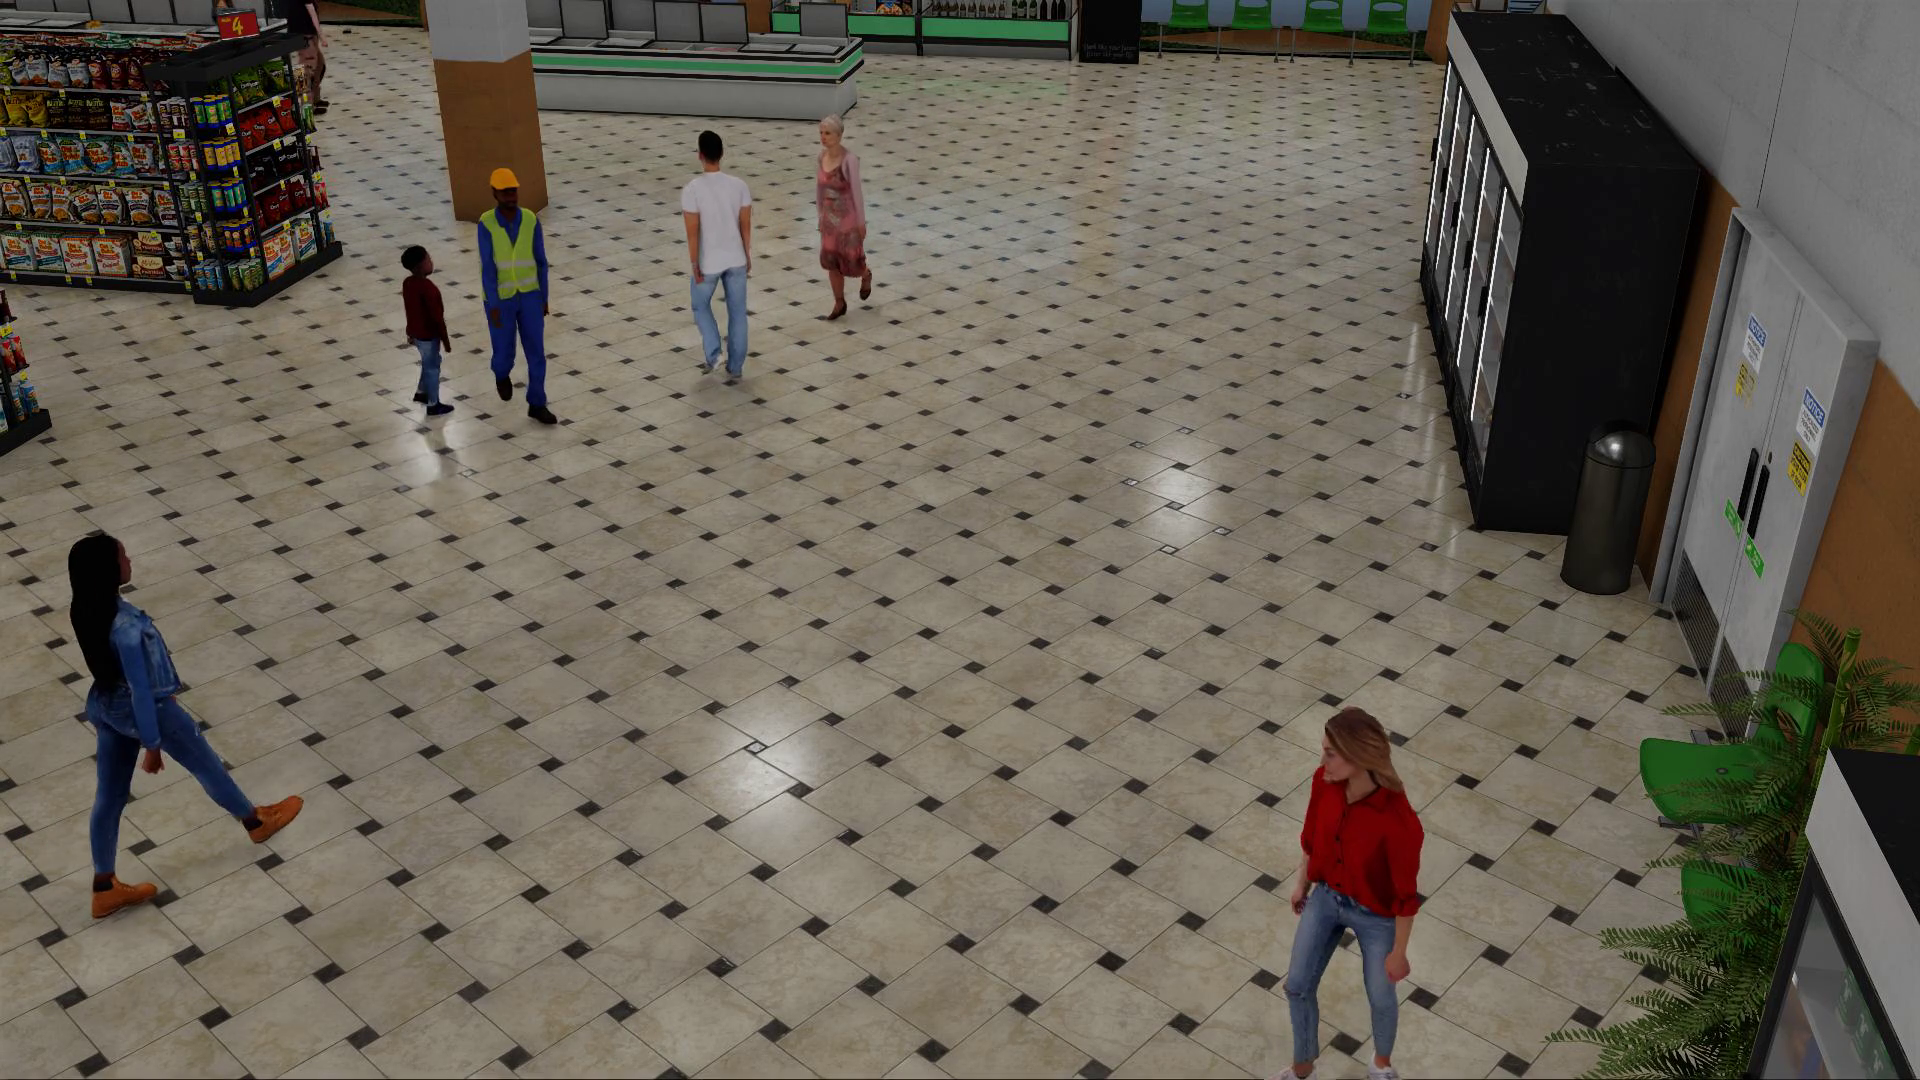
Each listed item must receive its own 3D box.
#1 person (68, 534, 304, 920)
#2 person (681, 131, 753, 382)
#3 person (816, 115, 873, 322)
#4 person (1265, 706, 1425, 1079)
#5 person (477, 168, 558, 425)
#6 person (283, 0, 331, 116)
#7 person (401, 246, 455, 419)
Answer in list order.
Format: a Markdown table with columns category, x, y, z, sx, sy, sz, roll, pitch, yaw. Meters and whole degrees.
| category | x | y | z | sx | sy | sz | roll | pitch | yaw |
| --- | --- | --- | --- | --- | --- | --- | --- | --- | --- |
| person | -3.463 | 0.798 | 6.817 | 1.179 | 1.669 | 1.014 | 18 | 32 | 32 |
| person | -1.731 | -2.034 | 12.201 | 0.790 | 1.852 | 0.876 | -10 | 29 | -19 |
| person | -0.928 | -2.634 | 13.582 | 0.837 | 1.673 | 0.828 | 18 | 32 | 32 |
| person | 1.416 | 1.299 | 5.826 | 0.861 | 1.672 | 0.929 | 20 | 33 | 34 |
| person | -3.151 | -1.710 | 11.627 | 1.004 | 1.793 | 1.049 | -16 | 31 | -29 |
| person | -8.090 | -6.117 | 20.290 | 0.942 | 1.817 | 0.866 | -19 | 33 | -33 |
| person | -3.819 | -1.444 | 11.703 | 0.587 | 1.249 | 0.668 | 22 | 34 | 37 |
